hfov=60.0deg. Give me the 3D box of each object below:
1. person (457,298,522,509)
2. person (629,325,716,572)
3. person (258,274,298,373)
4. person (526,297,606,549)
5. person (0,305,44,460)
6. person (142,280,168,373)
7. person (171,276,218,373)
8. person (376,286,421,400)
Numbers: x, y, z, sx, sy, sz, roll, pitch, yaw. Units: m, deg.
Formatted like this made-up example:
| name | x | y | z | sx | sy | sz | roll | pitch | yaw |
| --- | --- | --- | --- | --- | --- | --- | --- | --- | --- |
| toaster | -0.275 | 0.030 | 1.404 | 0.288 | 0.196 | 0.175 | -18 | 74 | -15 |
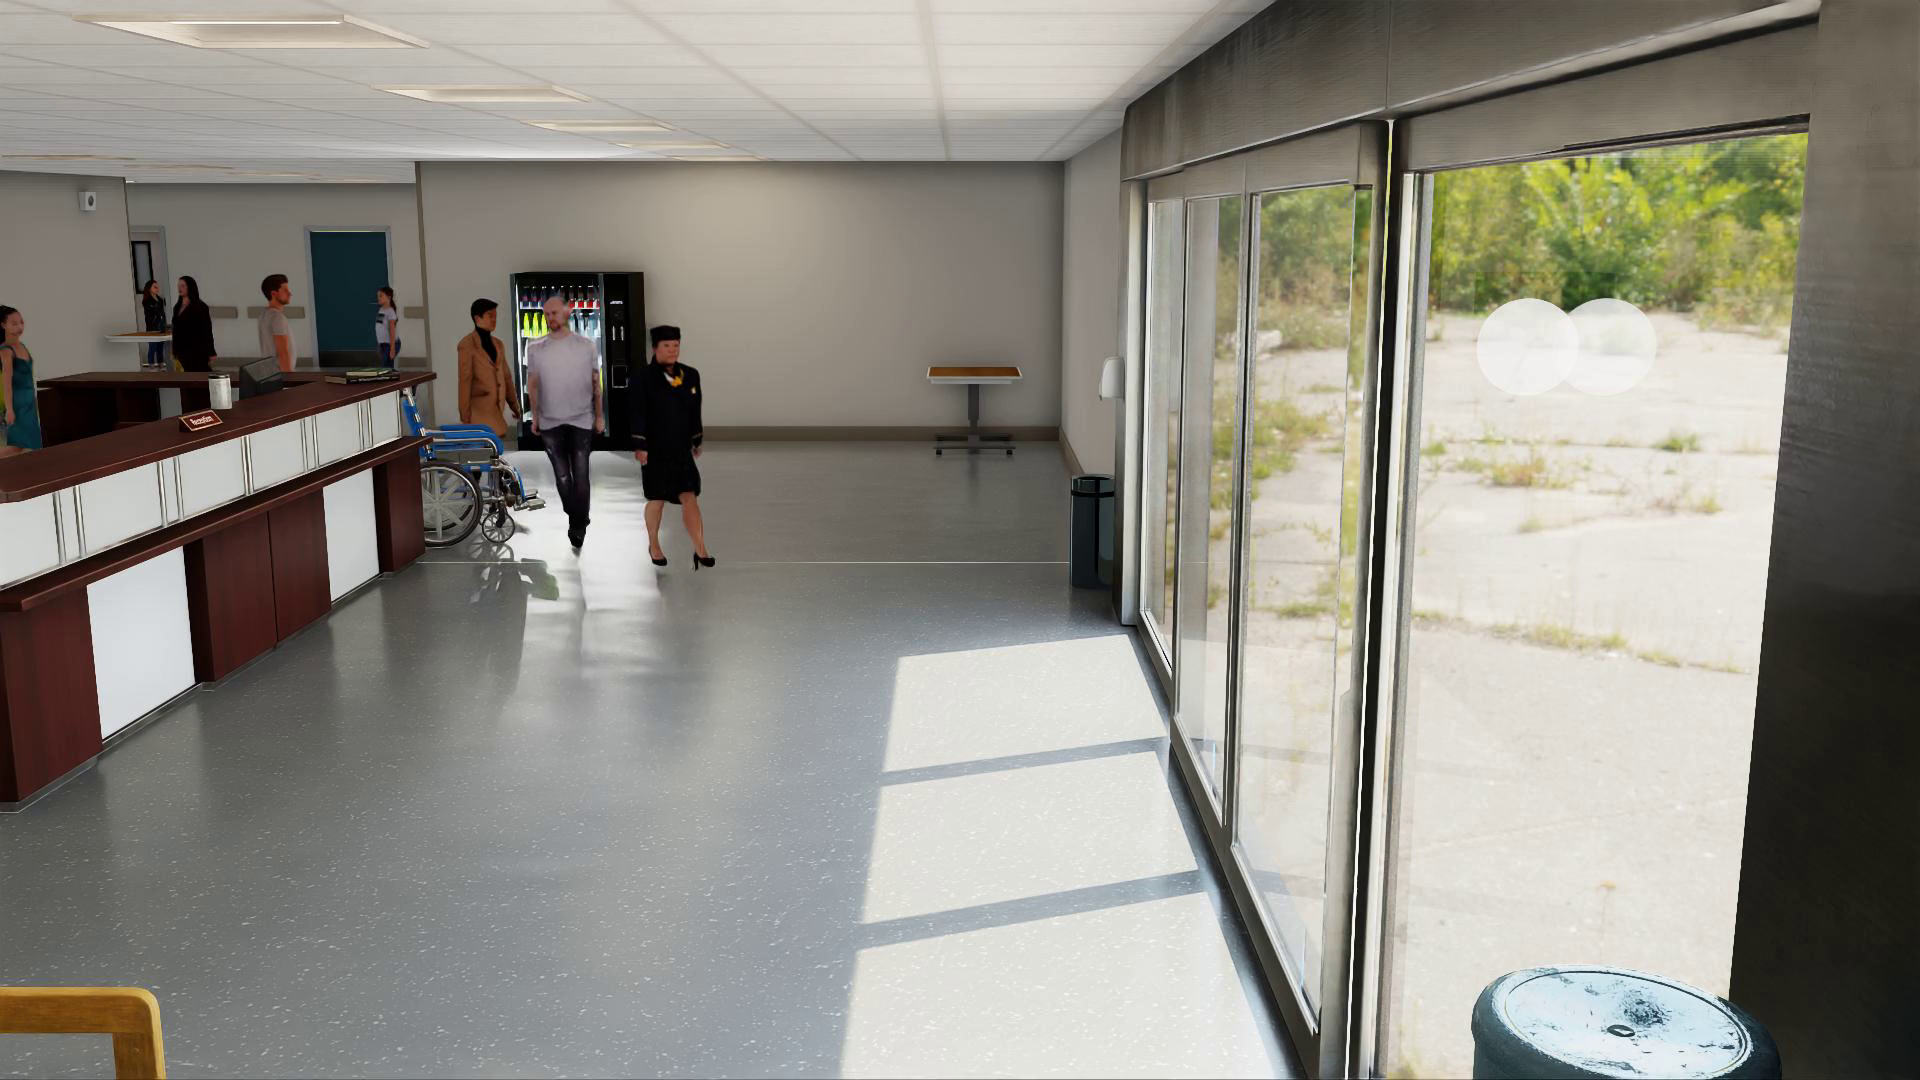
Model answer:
| name | x | y | z | sx | sy | sz | roll | pitch | yaw |
| --- | --- | --- | --- | --- | --- | --- | --- | --- | --- |
| person | -3.940 | -1.096 | 13.603 | 1.109 | 1.690 | 0.905 | 5 | 12 | 23 |
| person | -2.005 | -0.594 | 11.228 | 1.111 | 1.633 | 1.100 | -7 | 13 | -32 |
| person | -6.128 | -1.436 | 14.965 | 0.766 | 1.894 | 0.743 | -8 | 13 | -36 |
| person | -2.865 | -0.842 | 12.137 | 1.169 | 1.781 | 0.784 | -1 | 11 | -5 |
| person | -7.673 | -1.026 | 13.426 | 1.075 | 1.661 | 0.752 | -4 | 11 | -20 |
| person | -12.574 | -3.317 | 25.983 | 0.578 | 1.481 | 0.595 | 3 | 11 | 14 |
| person | -8.715 | -2.128 | 19.112 | 1.187 | 1.705 | 1.117 | 7 | 13 | 31 |
| person | -7.342 | -2.503 | 21.510 | 0.992 | 1.549 | 0.886 | -9 | 14 | -40 |
